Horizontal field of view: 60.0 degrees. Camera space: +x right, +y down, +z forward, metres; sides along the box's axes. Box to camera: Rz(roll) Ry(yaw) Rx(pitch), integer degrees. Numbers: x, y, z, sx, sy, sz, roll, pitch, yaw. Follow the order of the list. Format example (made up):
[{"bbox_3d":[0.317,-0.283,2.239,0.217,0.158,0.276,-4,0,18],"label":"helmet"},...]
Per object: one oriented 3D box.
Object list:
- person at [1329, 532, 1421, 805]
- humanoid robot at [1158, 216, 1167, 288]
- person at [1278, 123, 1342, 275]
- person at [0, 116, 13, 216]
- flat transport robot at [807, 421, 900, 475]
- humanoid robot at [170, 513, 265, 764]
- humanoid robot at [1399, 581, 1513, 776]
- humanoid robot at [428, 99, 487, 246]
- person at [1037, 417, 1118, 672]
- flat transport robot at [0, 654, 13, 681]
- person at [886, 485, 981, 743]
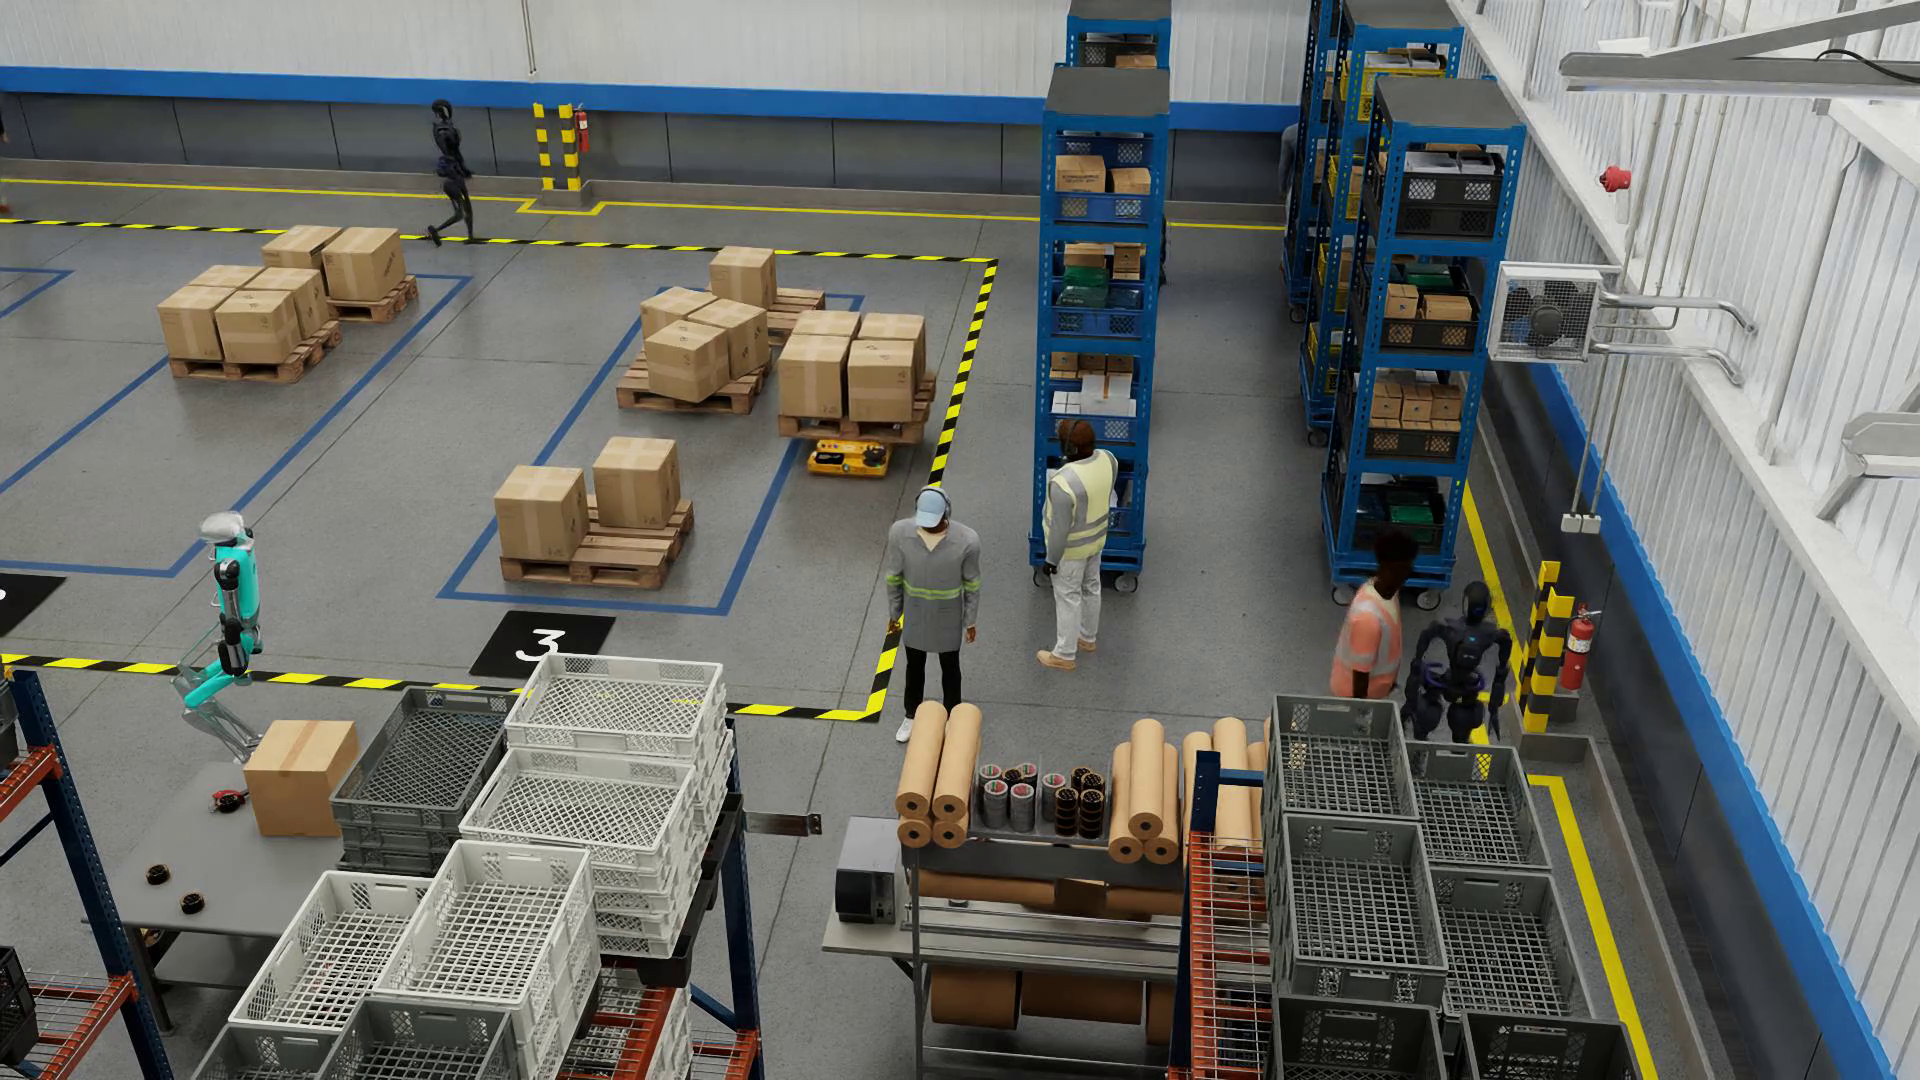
[{"bbox_3d":[2.353,0.846,9.573,0.435,1.926,0.659,14,33,23],"label":"person"},{"bbox_3d":[1.697,-2.517,15.595,0.594,1.644,0.368,-16,34,-25],"label":"humanoid robot"},{"bbox_3d":[3.627,-3.697,17.379,0.620,1.932,0.371,3,30,5],"label":"person"},{"bbox_3d":[-11.424,-4.697,19.175,0.936,1.841,0.614,19,35,29],"label":"person"},{"bbox_3d":[-0.864,-0.986,14.339,0.652,0.197,1.431,3,30,6],"label":"flat transport robot"},{"bbox_3d":[-4.508,0.618,10.021,0.735,1.674,0.533,-5,31,-9],"label":"humanoid robot"},{"bbox_3d":[2.850,0.948,9.656,0.601,1.645,0.329,3,30,5],"label":"humanoid robot"},{"bbox_3d":[-5.583,-4.002,18.160,0.583,1.644,0.599,-2,30,-3],"label":"humanoid robot"},{"bbox_3d":[0.756,0.020,11.076,0.429,1.843,0.626,21,36,32],"label":"person"},{"bbox_3d":[-7.142,0.969,11.010,1.431,0.231,0.659,3,30,6],"label":"flat transport robot"},{"bbox_3d":[-0.174,0.469,10.299,0.587,1.848,0.398,5,31,8],"label":"person"}]
